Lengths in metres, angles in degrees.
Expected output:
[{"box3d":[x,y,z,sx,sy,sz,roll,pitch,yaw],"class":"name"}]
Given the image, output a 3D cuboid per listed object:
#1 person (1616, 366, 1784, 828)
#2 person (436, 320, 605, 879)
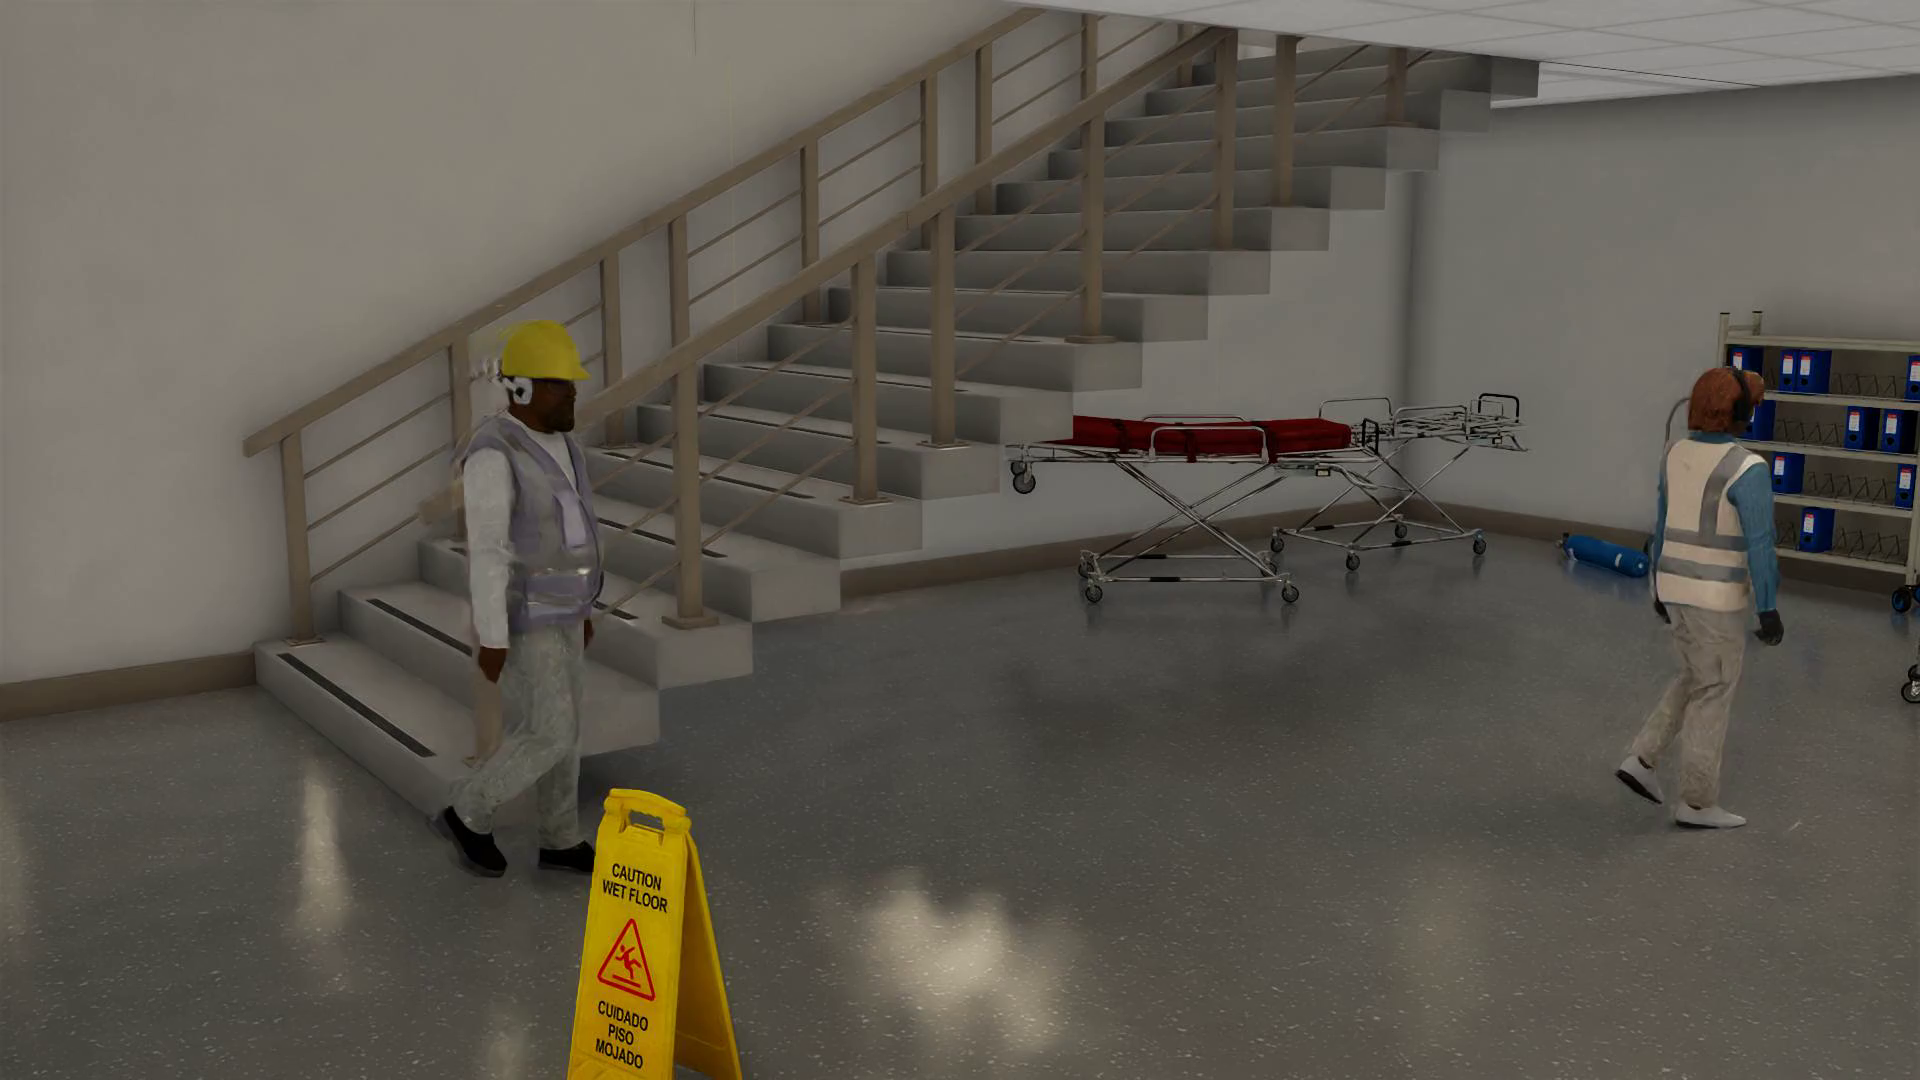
[{"box3d":[2.610,0.215,5.792,0.351,1.631,0.533,-1,10,-8],"class":"person"},{"box3d":[-1.359,0.213,5.287,0.460,1.817,0.598,2,10,9],"class":"person"}]
